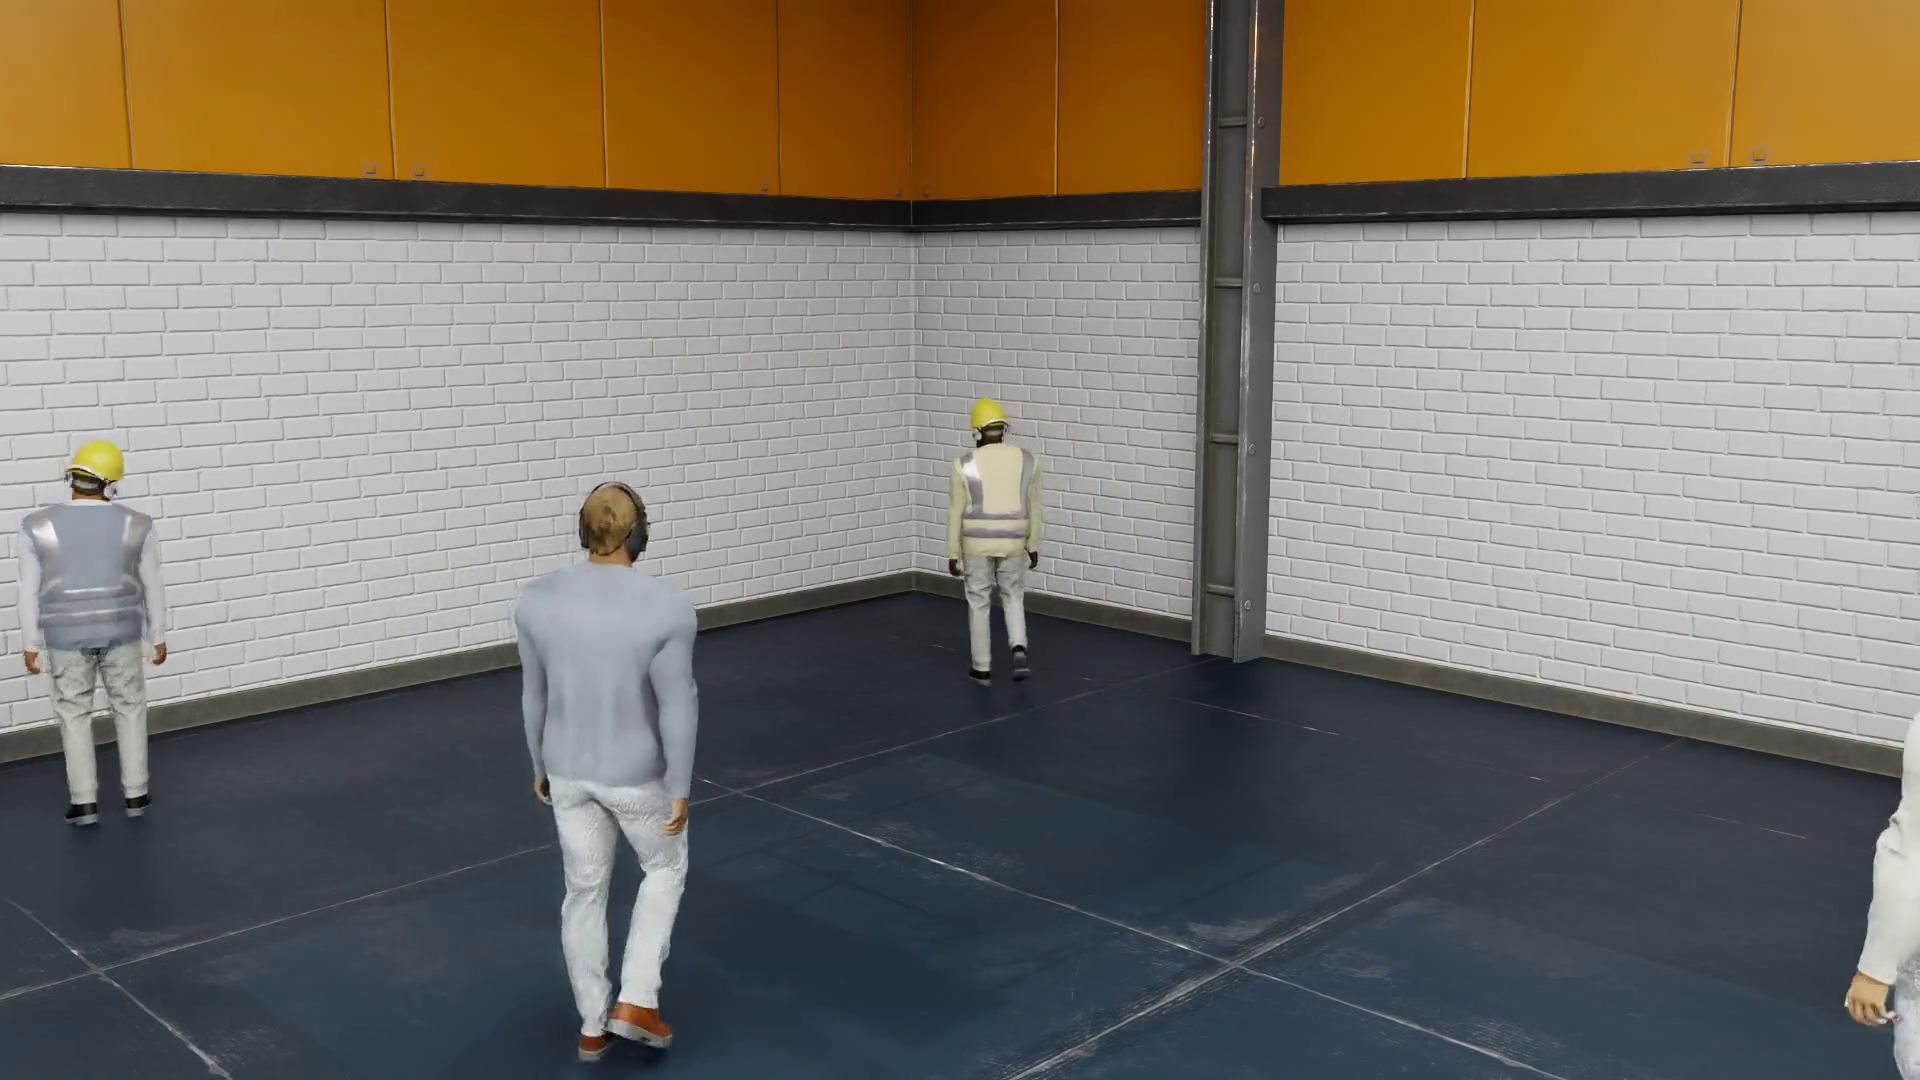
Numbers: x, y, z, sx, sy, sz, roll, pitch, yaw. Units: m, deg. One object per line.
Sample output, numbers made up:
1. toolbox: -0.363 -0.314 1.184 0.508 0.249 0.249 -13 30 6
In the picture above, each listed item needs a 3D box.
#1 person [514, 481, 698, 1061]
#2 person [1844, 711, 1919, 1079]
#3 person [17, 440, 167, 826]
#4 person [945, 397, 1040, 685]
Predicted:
1. person: -1.146 0.768 5.478 0.644 1.926 0.426 2 9 10
2. person: 2.457 1.000 4.060 0.642 1.915 0.426 -6 11 -34
3. person: -4.067 0.449 7.835 0.633 1.809 0.405 -5 11 -30
4. person: 0.205 0.027 10.309 0.613 1.817 0.520 -3 10 -16
